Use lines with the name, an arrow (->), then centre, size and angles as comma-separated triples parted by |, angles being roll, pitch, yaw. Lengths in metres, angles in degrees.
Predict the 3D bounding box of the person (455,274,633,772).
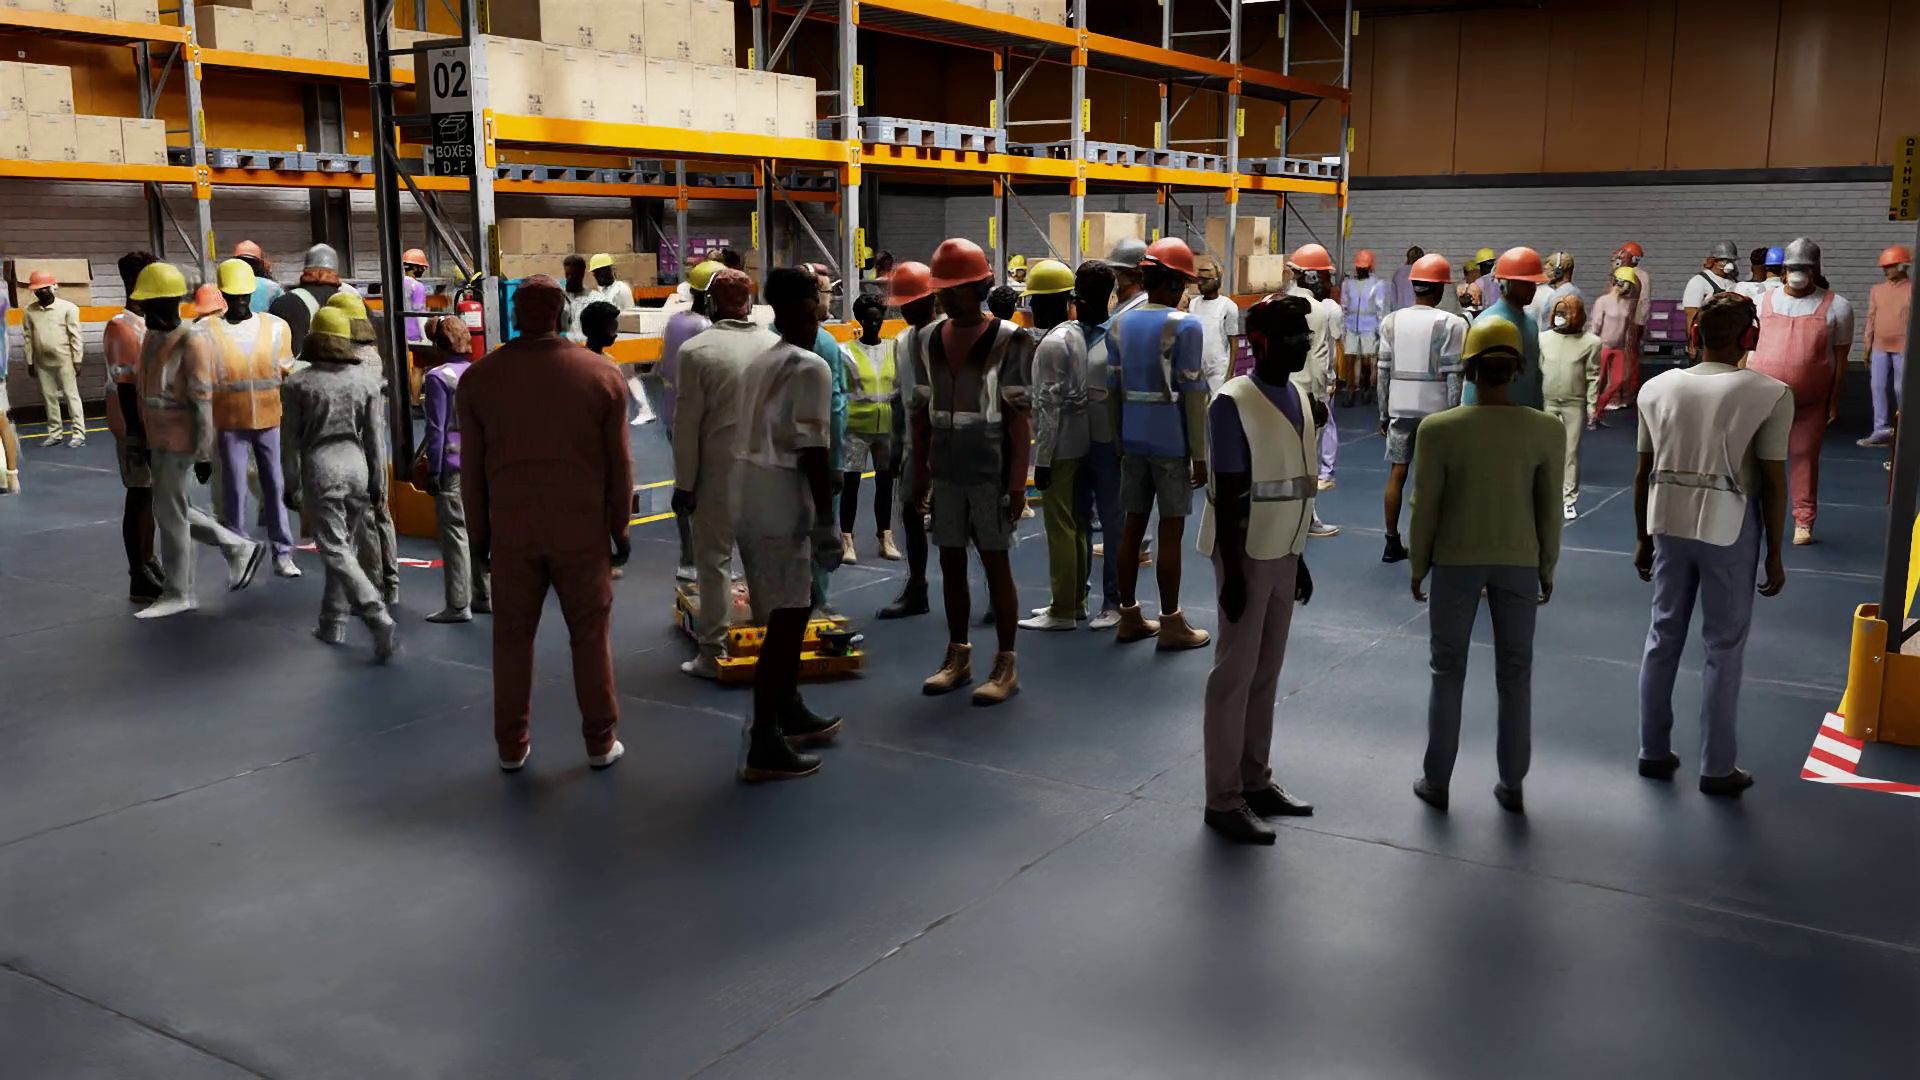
person -> -1.573, -0.060, 6.380 | 0.644, 1.898, 0.398 | -1, 10, -6

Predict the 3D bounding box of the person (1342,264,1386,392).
person -> 5.390, -2.851, 22.221 | 0.334, 1.749, 0.575 | -9, 14, -41

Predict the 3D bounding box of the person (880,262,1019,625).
person -> -0.079, -0.497, 8.763 | 0.771, 1.909, 0.582 | 10, 14, 43

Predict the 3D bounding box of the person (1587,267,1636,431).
person -> 6.851, -2.026, 17.698 | 0.683, 1.747, 0.422 | -4, 11, -23

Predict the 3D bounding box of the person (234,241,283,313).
person -> -6.821, -1.855, 15.981 | 0.709, 2.015, 0.542 | -9, 13, -39

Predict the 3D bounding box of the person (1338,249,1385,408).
person -> 4.832, -2.549, 20.078 | 0.589, 1.917, 0.424 | 6, 12, 30

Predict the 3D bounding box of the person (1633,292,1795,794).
person -> 2.737, 0.014, 6.127 | 0.394, 1.836, 0.560 | -8, 13, -39

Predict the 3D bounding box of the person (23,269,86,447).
person -> -8.870, -1.769, 16.262 | 0.572, 1.742, 0.350 | 1, 10, 3

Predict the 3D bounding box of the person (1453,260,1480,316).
person -> 7.661, -3.371, 25.189 | 0.737, 1.733, 0.538 | -9, 13, -40

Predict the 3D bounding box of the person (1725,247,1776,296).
person -> 7.813, -1.900, 16.407 | 0.369, 1.958, 0.598 | -8, 13, -38

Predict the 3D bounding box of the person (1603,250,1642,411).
person -> 7.823, -2.494, 19.820 | 0.410, 1.909, 0.643 | 9, 14, 41

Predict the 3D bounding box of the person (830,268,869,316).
person -> -1.134, -2.188, 18.138 | 0.598, 1.908, 0.410 | -5, 11, -25

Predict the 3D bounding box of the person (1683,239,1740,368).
person -> 7.756, -2.059, 17.041 | 0.681, 2.000, 0.535 | -5, 11, -24

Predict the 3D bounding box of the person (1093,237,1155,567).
person -> 0.999, -0.849, 10.334 | 0.538, 2.000, 0.683 | -2, 10, -10

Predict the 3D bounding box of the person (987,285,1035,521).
person -> 0.312, -0.982, 12.023 | 0.529, 1.697, 0.321 | 4, 11, 20

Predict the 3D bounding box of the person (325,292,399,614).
person -> -3.290, -0.468, 9.048 | 0.309, 1.743, 0.494 | 0, 10, 3

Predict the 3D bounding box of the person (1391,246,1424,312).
person -> 6.249, -3.104, 23.122 | 0.371, 1.935, 0.629 | -5, 11, -26

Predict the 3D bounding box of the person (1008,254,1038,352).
person -> 0.844, -2.964, 22.638 | 0.586, 1.836, 0.483 | 5, 12, 27

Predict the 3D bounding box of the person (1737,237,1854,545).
person -> 5.532, -0.988, 11.105 | 0.683, 2.000, 0.538 | 6, 12, 32

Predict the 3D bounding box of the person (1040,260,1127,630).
person -> 0.712, -0.496, 8.717 | 0.392, 1.920, 0.588 | -10, 14, -44

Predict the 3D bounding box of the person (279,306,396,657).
person -> -3.013, -0.284, 8.143 | 0.824, 1.707, 0.491 | 9, 13, 40

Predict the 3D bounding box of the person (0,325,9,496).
person -> -7.758, -1.185, 13.036 | 0.354, 1.737, 0.576 | 4, 11, 22

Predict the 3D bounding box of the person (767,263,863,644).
person -> -0.755, -0.425, 8.357 | 0.399, 1.909, 0.642 | -7, 13, -35

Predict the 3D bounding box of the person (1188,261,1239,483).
person -> 2.080, -1.396, 13.904 | 0.506, 1.846, 0.350 | 9, 14, 41

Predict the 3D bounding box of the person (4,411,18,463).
person -> -8.966, -1.587, 14.785 | 0.957, 1.897, 0.628 | -9, 14, -41

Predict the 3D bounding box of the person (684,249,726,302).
person -> -2.475, -1.957, 16.778 | 0.627, 1.934, 0.371 | -10, 14, -44

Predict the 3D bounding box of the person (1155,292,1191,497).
person -> 1.668, -1.152, 13.142 | 0.279, 1.633, 0.499 | 2, 10, 9

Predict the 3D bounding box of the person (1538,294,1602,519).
person -> 4.379, -0.964, 12.105 | 0.500, 1.632, 0.286 | 5, 12, 27

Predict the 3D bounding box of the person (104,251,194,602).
person -> -4.595, -0.638, 9.388 | 0.377, 1.960, 0.609 | -2, 11, -13

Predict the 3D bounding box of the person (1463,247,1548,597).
person -> 3.116, -0.668, 9.492 | 0.679, 1.980, 0.417 | -10, 14, -43

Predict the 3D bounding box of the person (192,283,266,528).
person -> -5.063, -0.901, 11.472 | 0.586, 1.736, 0.426 | 6, 12, 29

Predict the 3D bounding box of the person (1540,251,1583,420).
person -> 5.008, -1.438, 13.922 | 0.368, 1.932, 0.622 | 5, 12, 28

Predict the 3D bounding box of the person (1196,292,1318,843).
person -> 1.024, 0.080, 5.724 | 0.390, 1.848, 0.563 | 8, 13, 36

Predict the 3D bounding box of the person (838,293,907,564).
person -> -0.562, -0.697, 10.445 | 0.540, 1.695, 0.317 | -4, 11, -23

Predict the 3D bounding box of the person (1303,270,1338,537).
person -> 2.405, -0.968, 11.426 | 0.354, 1.884, 0.576 | -1, 10, -7

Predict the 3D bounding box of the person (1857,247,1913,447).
person -> 9.205, -1.883, 16.331 | 0.699, 1.954, 0.688 | -7, 12, -32

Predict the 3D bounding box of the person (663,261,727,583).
person -> -1.530, -0.685, 9.828 | 0.478, 1.898, 0.802 | -7, 12, -32

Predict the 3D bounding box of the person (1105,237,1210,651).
person -> 1.000, -0.470, 8.256 | 0.391, 2.034, 0.605 | -9, 14, -41

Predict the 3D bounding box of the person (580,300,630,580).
person -> -2.154, -0.572, 9.800 | 0.374, 1.675, 0.553 | 1, 10, 4

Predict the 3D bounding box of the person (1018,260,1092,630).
person -> 0.497, -0.487, 8.667 | 0.396, 1.920, 0.587 | 3, 11, 16

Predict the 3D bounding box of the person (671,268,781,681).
person -> -1.057, -0.302, 7.721 | 0.652, 1.896, 0.402 | -9, 14, -42

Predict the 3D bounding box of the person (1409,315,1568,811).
person -> 1.858, 0.089, 5.916 | 0.525, 1.762, 0.340 | 1, 10, 8

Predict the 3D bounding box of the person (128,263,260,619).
person -> -4.207, -0.546, 9.050 | 0.616, 1.903, 0.682 | 9, 14, 42

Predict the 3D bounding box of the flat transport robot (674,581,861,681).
flat transport robot -> -0.989, 0.413, 8.249 | 0.652, 0.197, 1.431 | -3, 11, -18

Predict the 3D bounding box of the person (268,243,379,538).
person -> -4.265, -1.002, 11.180 | 0.709, 2.000, 0.561 | -5, 11, -25

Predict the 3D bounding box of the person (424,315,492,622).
person -> -2.668, -0.380, 8.873 | 0.313, 1.631, 0.524 | 3, 11, 14

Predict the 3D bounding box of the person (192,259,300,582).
person -> -4.231, -0.704, 9.886 | 0.593, 1.915, 0.391 | -8, 13, -36

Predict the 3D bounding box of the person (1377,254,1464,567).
person -> 2.877, -0.804, 10.372 | 0.550, 1.935, 0.376 | 9, 14, 41

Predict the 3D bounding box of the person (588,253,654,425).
person -> -3.736, -2.156, 18.037 | 0.914, 1.866, 0.615 | -8, 13, -37

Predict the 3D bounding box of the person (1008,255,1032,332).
person -> 0.741, -2.677, 21.088 | 0.412, 1.830, 0.608 | 5, 11, 25

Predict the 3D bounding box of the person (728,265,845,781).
person -> -0.667, -0.084, 6.404 | 0.611, 1.920, 0.644 | -6, 12, -28

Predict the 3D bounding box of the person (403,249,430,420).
person -> -6.155, -2.315, 18.795 | 0.548, 1.925, 0.390 | 9, 13, 40

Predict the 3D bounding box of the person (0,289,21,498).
person -> -7.728, -1.337, 13.039 | 0.395, 2.038, 0.615 | 1, 10, 8

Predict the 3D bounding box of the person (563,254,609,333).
person -> -3.385, -1.569, 14.713 | 0.618, 1.896, 0.457 | 0, 10, 2

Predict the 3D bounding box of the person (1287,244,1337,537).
person -> 2.361, -1.023, 11.423 | 0.387, 1.992, 0.626 | -3, 11, -16

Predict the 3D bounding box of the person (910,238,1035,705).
person -> 0.031, -0.296, 7.307 | 0.609, 2.033, 0.409 | 6, 12, 31
